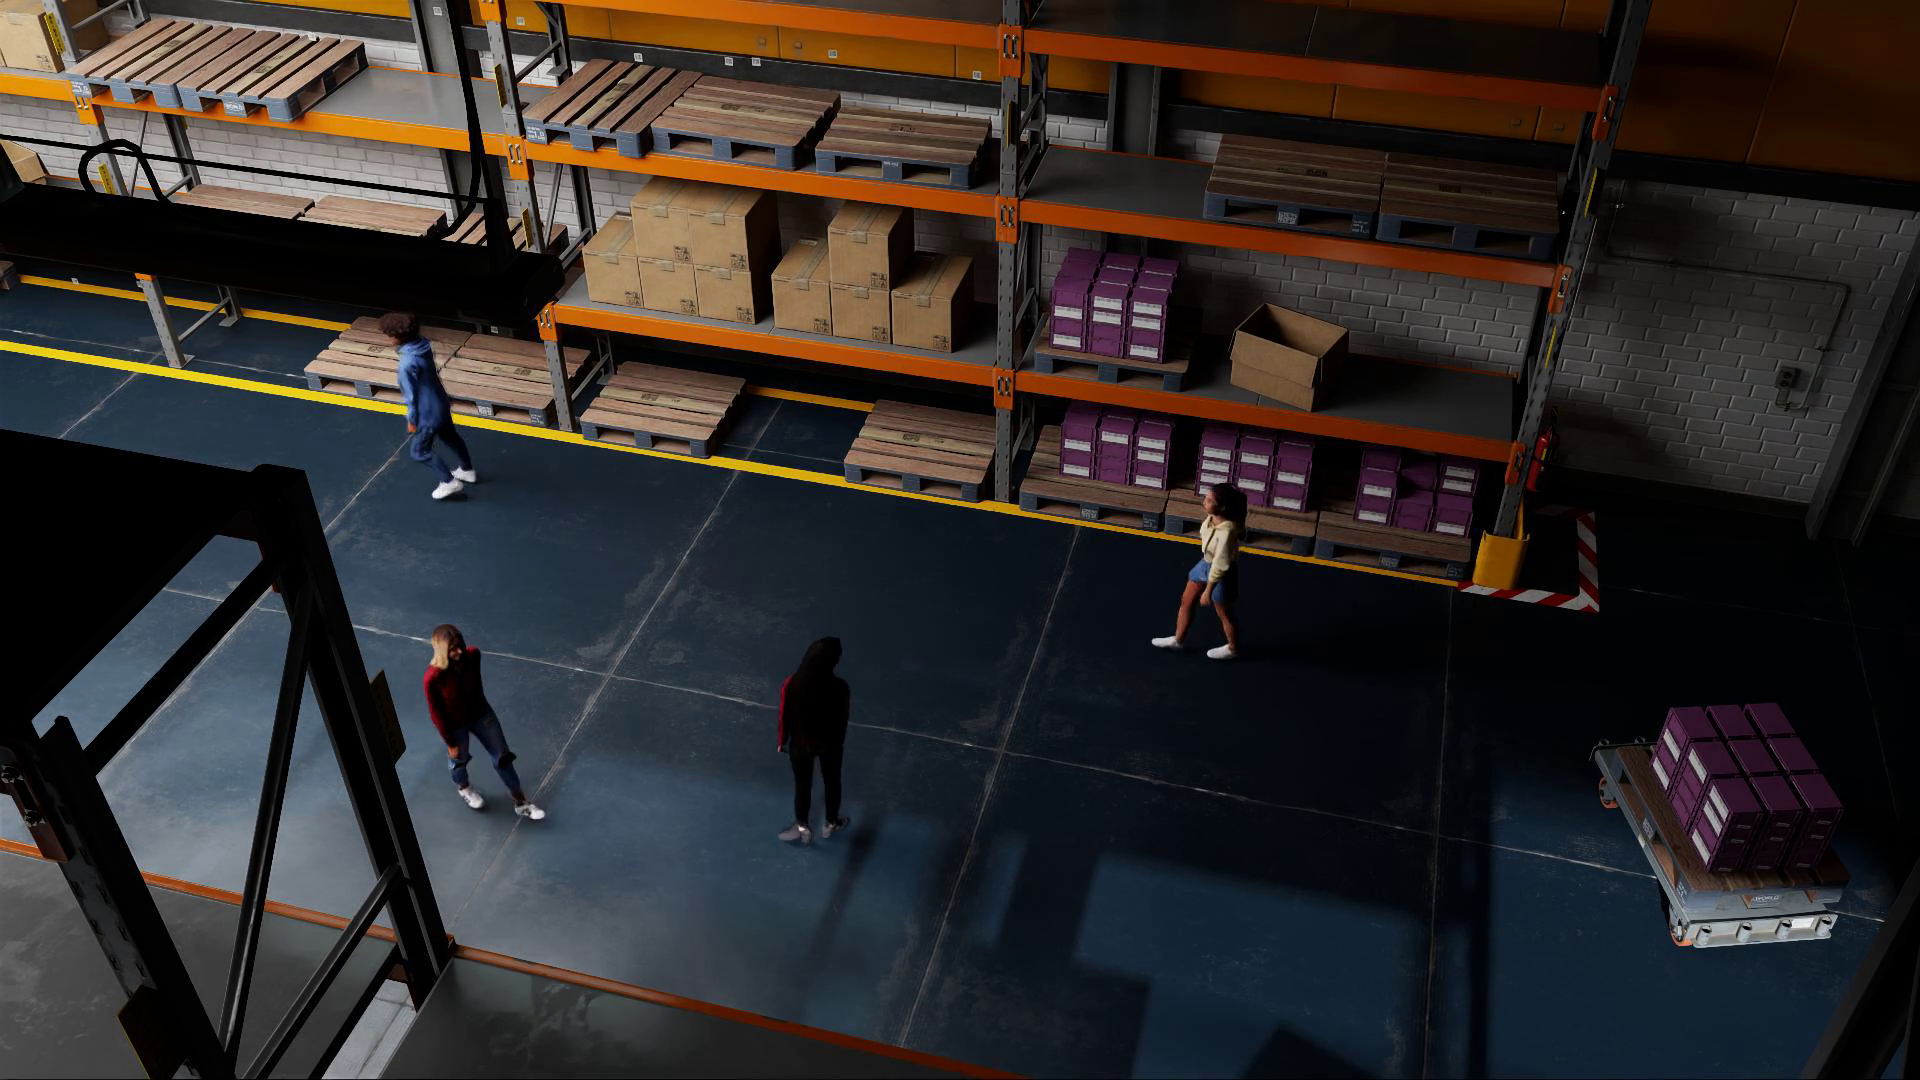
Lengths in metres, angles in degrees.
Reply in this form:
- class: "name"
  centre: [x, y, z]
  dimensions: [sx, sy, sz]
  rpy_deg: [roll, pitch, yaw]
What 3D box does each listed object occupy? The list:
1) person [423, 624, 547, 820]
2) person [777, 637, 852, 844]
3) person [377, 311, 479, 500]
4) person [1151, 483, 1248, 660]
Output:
- class: "person"
  centre: [-3.282, 1.164, 10.858]
  dimensions: [1.033, 1.604, 0.859]
  rpy_deg: [29, 47, 32]
- class: "person"
  centre: [-0.969, 1.328, 10.628]
  dimensions: [0.623, 1.634, 0.819]
  rpy_deg: [-13, 40, -16]
- class: "person"
  centre: [-4.279, -1.066, 13.506]
  dimensions: [0.774, 1.783, 0.779]
  rpy_deg: [4, 39, 5]
- class: "person"
  centre: [1.946, 0.250, 12.005]
  dimensions: [0.992, 1.601, 0.824]
  rpy_deg: [-2, 39, -2]
